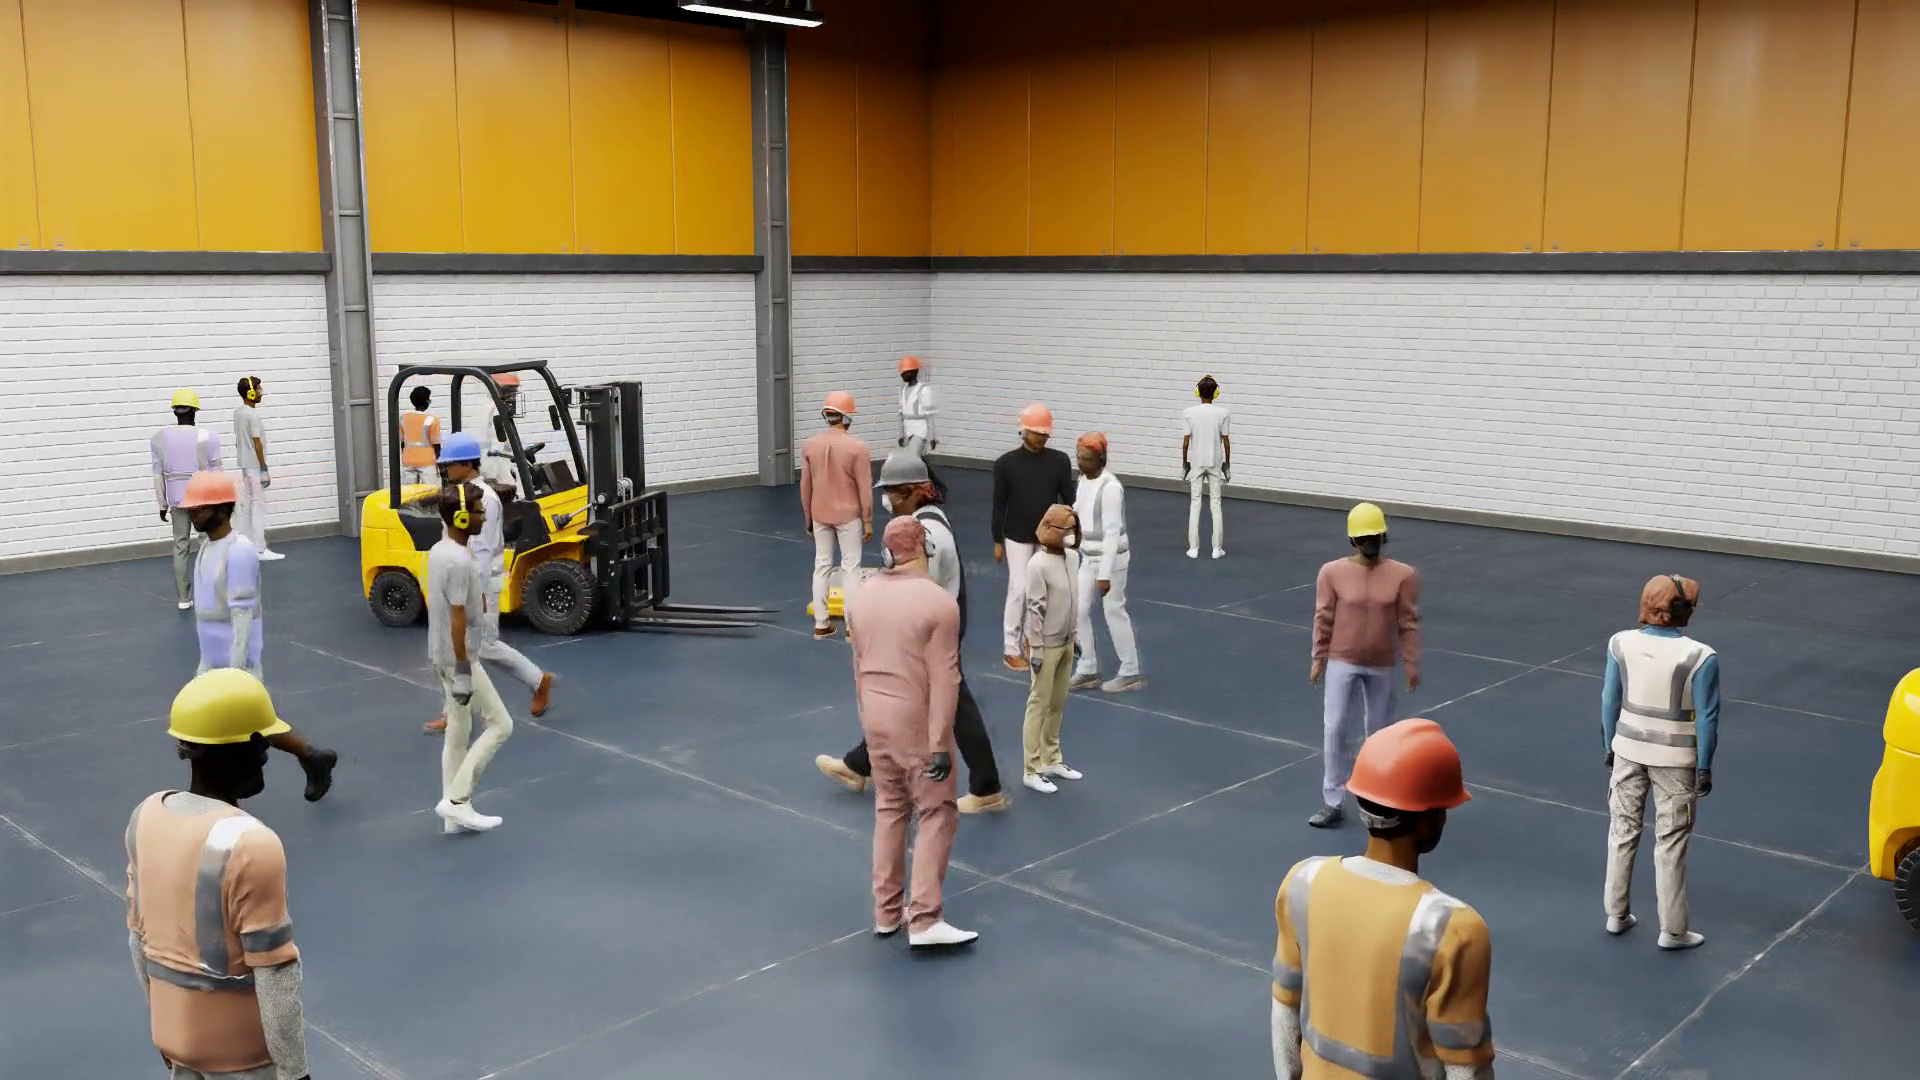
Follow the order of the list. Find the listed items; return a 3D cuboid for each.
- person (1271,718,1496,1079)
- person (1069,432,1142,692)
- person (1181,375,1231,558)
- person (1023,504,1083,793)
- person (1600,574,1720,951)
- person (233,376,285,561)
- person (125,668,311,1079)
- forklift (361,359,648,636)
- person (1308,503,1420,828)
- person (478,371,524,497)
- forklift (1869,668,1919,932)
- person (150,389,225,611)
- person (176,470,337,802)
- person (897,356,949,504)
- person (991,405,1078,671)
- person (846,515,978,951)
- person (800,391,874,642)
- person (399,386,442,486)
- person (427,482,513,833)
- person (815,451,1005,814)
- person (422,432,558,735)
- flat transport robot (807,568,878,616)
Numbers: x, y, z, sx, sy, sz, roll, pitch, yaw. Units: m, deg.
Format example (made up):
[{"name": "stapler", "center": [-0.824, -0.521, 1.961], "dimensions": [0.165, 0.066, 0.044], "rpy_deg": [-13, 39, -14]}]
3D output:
[{"name": "person", "center": [0.994, 1.362, 3.880], "dimensions": [0.373, 1.935, 0.552], "rpy_deg": [-8, 13, -42]}, {"name": "person", "center": [0.981, 0.167, 11.467], "dimensions": [0.707, 1.843, 0.596], "rpy_deg": [-4, 10, -25]}, {"name": "person", "center": [2.516, -0.740, 16.989], "dimensions": [0.508, 1.868, 0.328], "rpy_deg": [1, 9, 9]}, {"name": "person", "center": [0.543, 0.603, 9.463], "dimensions": [0.276, 1.631, 0.507], "rpy_deg": [6, 11, 32]}, {"name": "person", "center": [3.034, 0.962, 7.253], "dimensions": [0.315, 1.636, 0.515], "rpy_deg": [-7, 12, -38]}, {"name": "person", "center": [-7.148, -0.724, 16.874], "dimensions": [0.513, 1.872, 0.328], "rpy_deg": [9, 13, 43]}, {"name": "person", "center": [-1.913, 1.284, 4.389], "dimensions": [0.593, 1.924, 0.384], "rpy_deg": [6, 11, 32]}, {"name": "forklift", "center": [-3.850, -0.407, 13.936], "dimensions": [2.313, 2.155, 1.214], "rpy_deg": [2, 9, 11]}, {"name": "person", "center": [2.185, 0.656, 8.833], "dimensions": [0.627, 1.740, 0.442], "rpy_deg": [0, 9, 2]}, {"name": "person", "center": [-4.459, -0.703, 16.382], "dimensions": [1.021, 1.986, 0.664], "rpy_deg": [-5, 11, -30]}, {"name": "forklift", "center": [5.205, 0.723, 7.013], "dimensions": [2.313, 2.155, 1.214], "rpy_deg": [9, 13, 43]}, {"name": "person", "center": [-6.643, -0.345, 14.388], "dimensions": [0.585, 1.923, 0.376], "rpy_deg": [-1, 9, -6]}, {"name": "person", "center": [-3.810, 0.571, 8.812], "dimensions": [0.548, 1.919, 0.811], "rpy_deg": [8, 12, 41]}, {"name": "person", "center": [-0.496, -1.346, 20.669], "dimensions": [0.918, 1.902, 0.555], "rpy_deg": [-6, 11, -33]}, {"name": "person", "center": [0.529, -0.030, 12.373], "dimensions": [0.631, 1.969, 0.605], "rpy_deg": [-3, 10, -18]}, {"name": "person", "center": [-0.228, 0.832, 7.340], "dimensions": [0.698, 1.870, 0.468], "rpy_deg": [9, 13, 43]}, {"name": "person", "center": [-0.957, -0.187, 13.205], "dimensions": [0.623, 1.989, 0.400], "rpy_deg": [4, 10, 23]}, {"name": "person", "center": [-5.842, -0.820, 18.032], "dimensions": [0.530, 1.687, 0.321], "rpy_deg": [3, 10, 16]}, {"name": "person", "center": [-2.558, 0.624, 8.653], "dimensions": [0.396, 1.854, 0.556], "rpy_deg": [-6, 11, -31]}, {"name": "person", "center": [-0.265, 0.459, 9.095], "dimensions": [1.116, 2.000, 0.706], "rpy_deg": [0, 9, 1]}, {"name": "person", "center": [-3.043, 0.268, 10.605], "dimensions": [0.780, 1.928, 0.611], "rpy_deg": [-7, 12, -38]}, {"name": "flat transport robot", "center": [-0.886, 0.435, 14.655], "dimensions": [0.652, 0.197, 1.431], "rpy_deg": [1, 9, 7]}]
